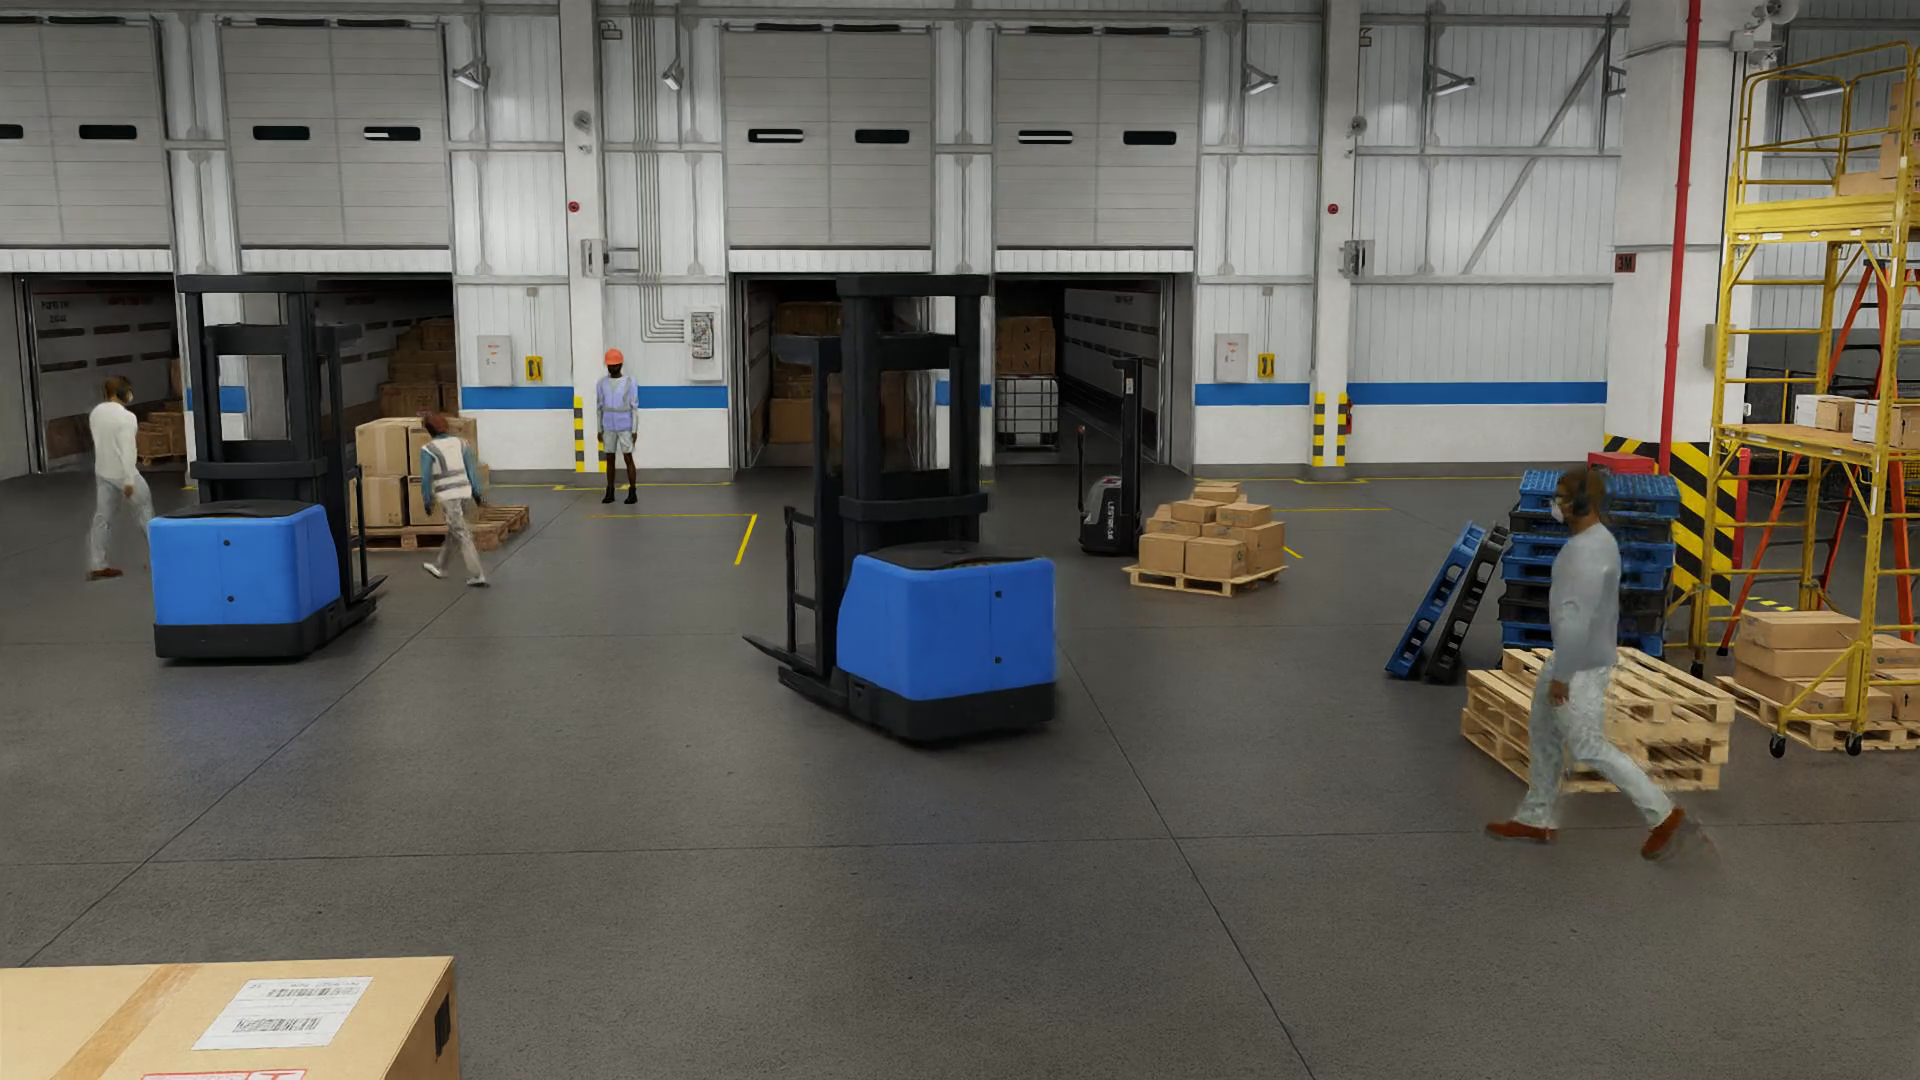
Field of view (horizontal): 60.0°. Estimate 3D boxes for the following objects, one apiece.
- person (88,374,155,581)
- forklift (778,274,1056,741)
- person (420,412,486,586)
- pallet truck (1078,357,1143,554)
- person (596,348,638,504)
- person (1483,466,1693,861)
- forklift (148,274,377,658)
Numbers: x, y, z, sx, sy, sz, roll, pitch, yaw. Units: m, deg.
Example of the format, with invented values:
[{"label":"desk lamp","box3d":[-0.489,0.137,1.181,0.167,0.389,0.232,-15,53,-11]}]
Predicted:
[{"label":"person","box3d":[-7.797,-0.600,15.591,0.646,1.906,0.864,4,10,26]},{"label":"forklift","box3d":[-0.289,-0.301,10.639,1.129,2.768,1.873,-5,10,-30]},{"label":"person","box3d":[-4.649,-0.376,15.145,0.890,1.572,0.560,5,10,28]},{"label":"pallet truck","box3d":[2.088,-0.836,16.757,1.885,1.965,0.823,2,9,13]},{"label":"person","box3d":[-4.230,-1.395,20.504,0.544,1.928,0.393,2,9,11]},{"label":"person","box3d":[3.073,0.598,8.031,0.877,1.916,0.627,3,10,18]},{"label":"forklift","box3d":[-5.348,-0.627,12.681,1.129,2.768,1.873,-1,9,-4]}]
